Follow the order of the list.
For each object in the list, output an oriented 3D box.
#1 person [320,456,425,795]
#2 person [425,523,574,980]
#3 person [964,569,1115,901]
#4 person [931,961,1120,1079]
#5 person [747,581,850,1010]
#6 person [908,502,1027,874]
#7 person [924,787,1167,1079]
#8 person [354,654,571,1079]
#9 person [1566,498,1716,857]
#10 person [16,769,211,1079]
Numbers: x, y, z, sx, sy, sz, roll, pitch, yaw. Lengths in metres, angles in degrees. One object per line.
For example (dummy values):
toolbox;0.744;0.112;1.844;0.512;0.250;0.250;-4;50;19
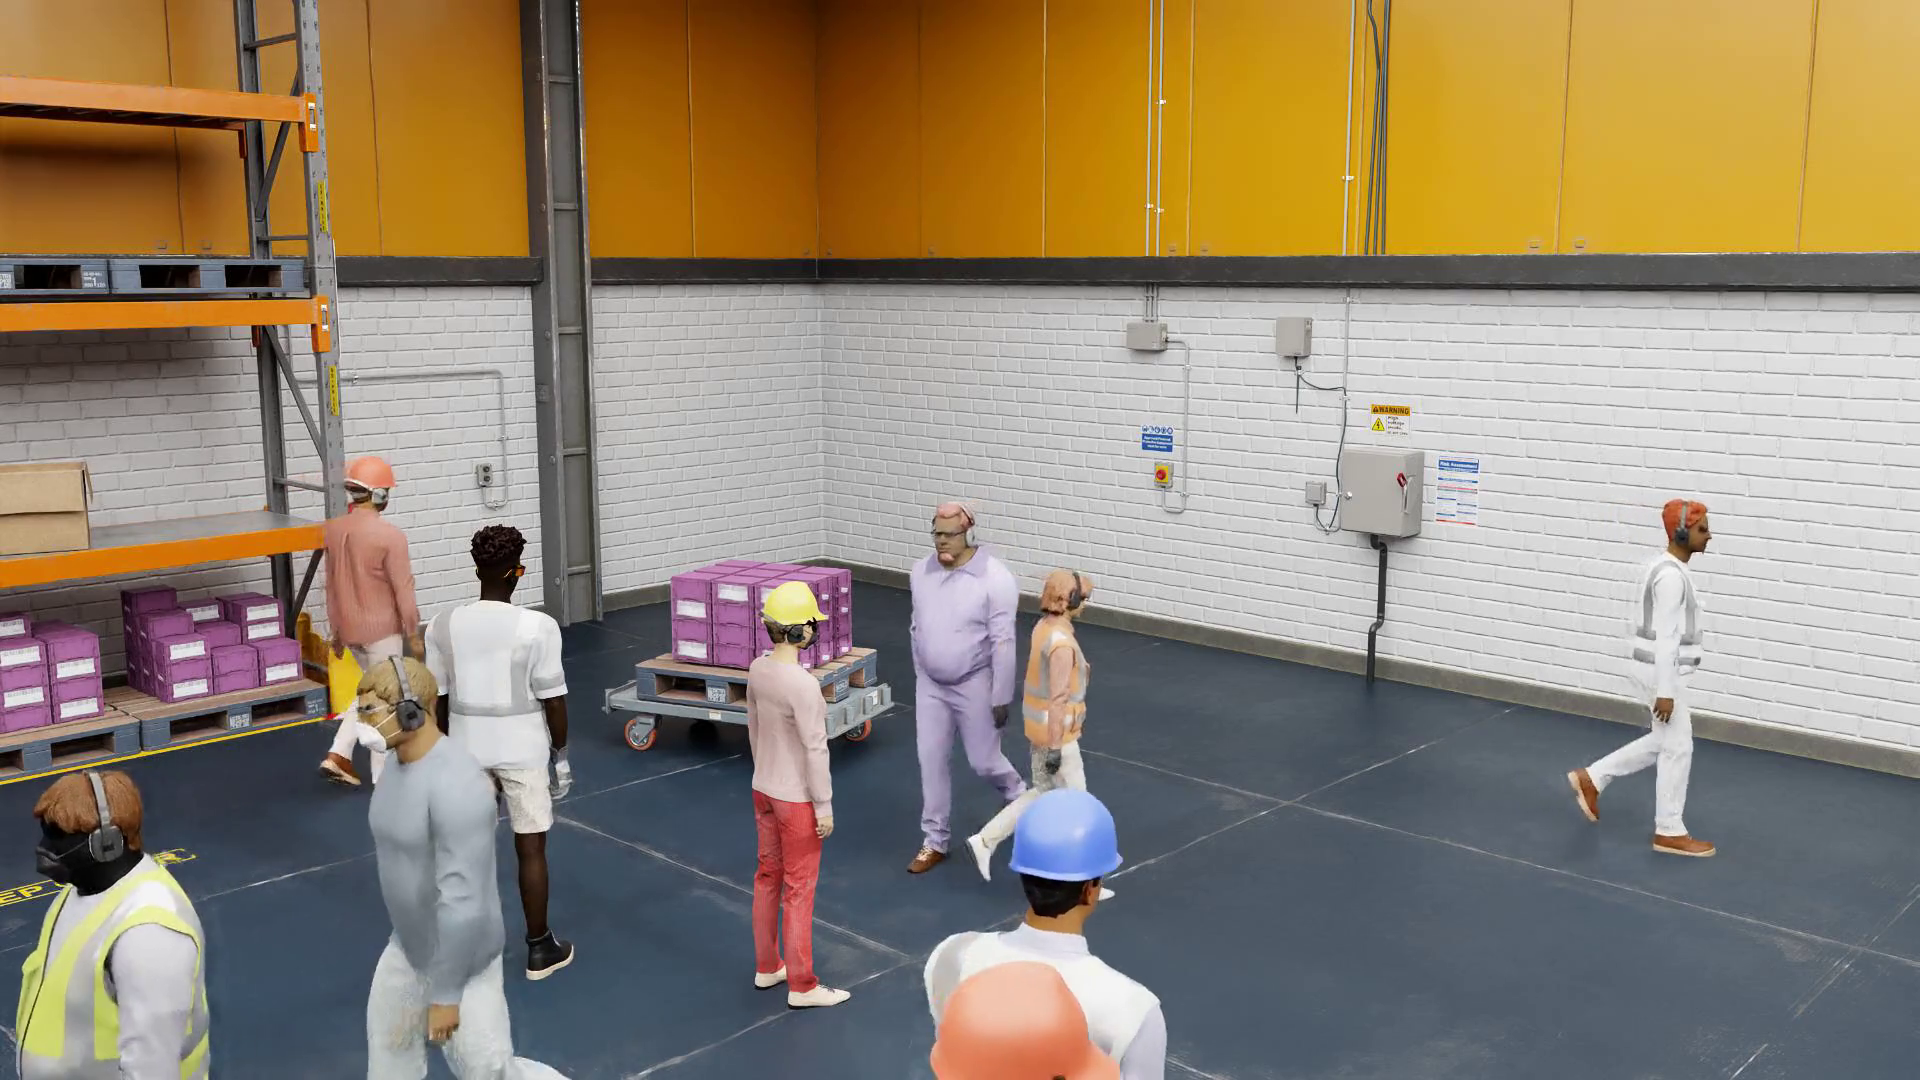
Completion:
person;-3.359;0.509;9.518;0.616;1.979;0.460;6;11;32
person;-1.956;0.904;7.108;0.614;1.963;0.362;1;9;7
person;0.380;0.934;7.979;0.649;1.615;0.525;-2;9;-10
person;-0.044;1.629;2.842;0.630;1.921;0.550;0;9;1
person;-0.687;1.044;6.865;0.308;1.769;0.524;-7;12;-37
person;0.045;0.719;8.538;0.652;1.880;0.808;6;11;31
person;0.234;1.478;3.766;0.611;1.899;0.956;5;11;30
person;-1.511;1.262;5.131;0.913;1.903;0.637;-9;13;-43
person;3.605;0.703;8.683;0.666;1.867;0.584;4;10;24
person;-2.090;1.450;4.264;0.910;1.808;0.632;-9;13;-42
